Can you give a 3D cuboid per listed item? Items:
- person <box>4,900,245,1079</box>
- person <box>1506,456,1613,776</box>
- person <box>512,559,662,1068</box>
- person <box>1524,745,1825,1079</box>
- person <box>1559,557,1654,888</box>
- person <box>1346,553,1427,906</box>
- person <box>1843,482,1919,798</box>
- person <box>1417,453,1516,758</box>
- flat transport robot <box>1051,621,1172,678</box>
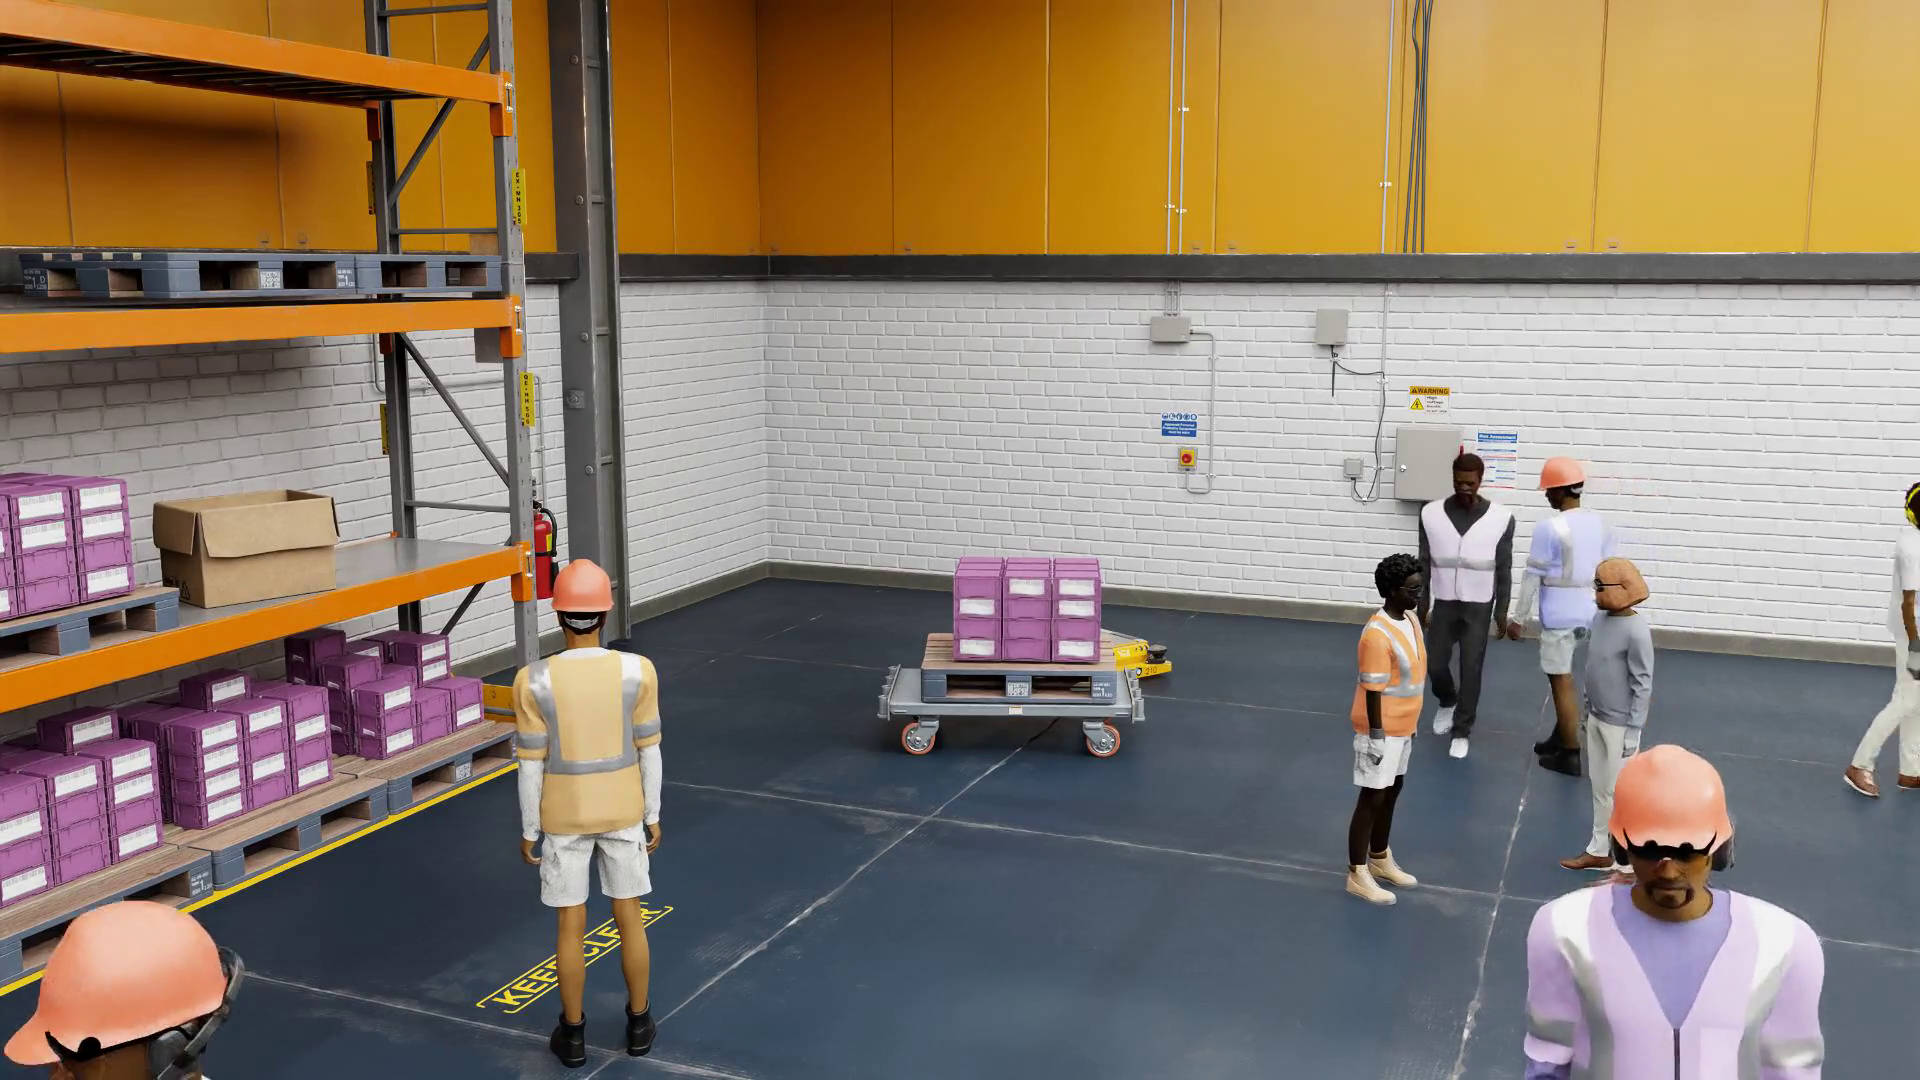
[{"bbox_3d":[-1.295,1.569,2.777,0.609,2.042,0.392,8,12,39],"label":"person"},{"bbox_3d":[3.580,0.446,10.013,0.538,1.903,0.636,-5,11,-30],"label":"person"},{"bbox_3d":[-1.405,1.035,6.323,0.543,1.939,0.360,-3,10,-18],"label":"person"},{"bbox_3d":[1.594,1.416,3.794,0.622,2.019,0.830,3,10,17],"label":"person"},{"bbox_3d":[3.179,0.889,8.128,0.269,1.632,0.508,-1,9,-5],"label":"person"},{"bbox_3d":[2.048,0.890,7.959,0.321,1.689,0.529,6,11,32],"label":"person"},{"bbox_3d":[5.424,0.562,9.520,0.504,1.837,0.653,8,12,39],"label":"person"},{"bbox_3d":[3.128,0.391,10.349,0.588,1.896,0.493,5,10,26],"label":"person"},{"bbox_3d":[0.883,0.822,12.655,0.652,0.197,1.431,-7,12,-35],"label":"flat transport robot"}]
